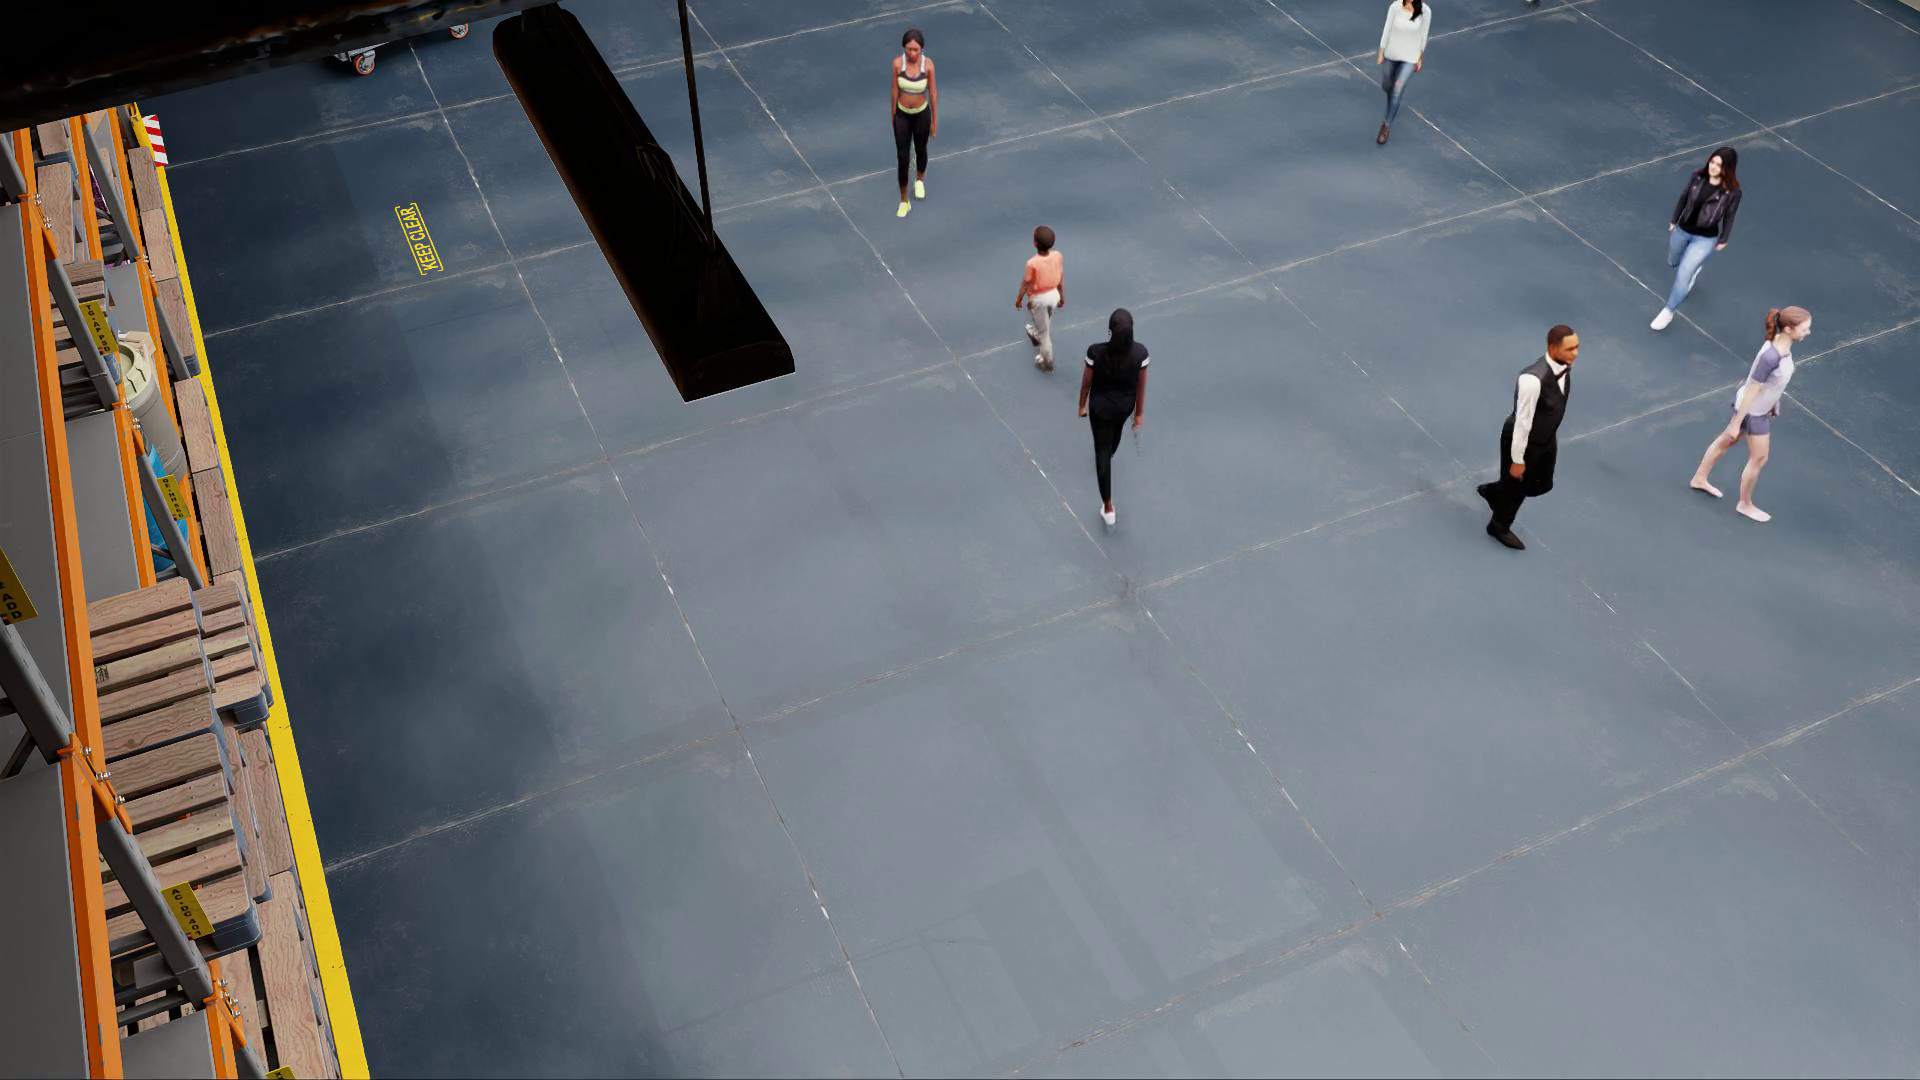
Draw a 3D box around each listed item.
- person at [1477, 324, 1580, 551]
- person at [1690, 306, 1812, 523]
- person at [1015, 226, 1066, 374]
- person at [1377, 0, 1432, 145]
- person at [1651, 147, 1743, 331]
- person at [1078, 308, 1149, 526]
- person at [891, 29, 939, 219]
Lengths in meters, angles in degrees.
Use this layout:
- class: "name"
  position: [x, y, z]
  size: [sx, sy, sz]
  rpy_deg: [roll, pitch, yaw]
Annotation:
- class: "person"
  position: [3.946, -0.756, 11.731]
  size: [0.789, 1.906, 0.843]
  rpy_deg: [-30, 51, -28]
- class: "person"
  position: [5.680, -0.987, 12.088]
  size: [0.962, 1.748, 0.846]
  rpy_deg: [24, 49, 23]
- class: "person"
  position: [0.708, -1.909, 13.389]
  size: [0.540, 1.288, 0.791]
  rpy_deg: [-20, 47, -20]
- class: "person"
  position: [4.273, -4.706, 16.080]
  size: [0.976, 1.626, 1.017]
  rpy_deg: [16, 46, 16]
- class: "person"
  position: [6.159, -2.561, 13.840]
  size: [0.888, 1.610, 1.028]
  rpy_deg: [-32, 52, -29]
- class: "person"
  position: [1.100, -0.890, 12.030]
  size: [0.909, 1.687, 1.233]
  rpy_deg: [-2, 44, -3]
- class: "person"
  position: [-0.418, -3.887, 15.147]
  size: [0.833, 1.726, 1.014]
  rpy_deg: [1, 44, 1]
